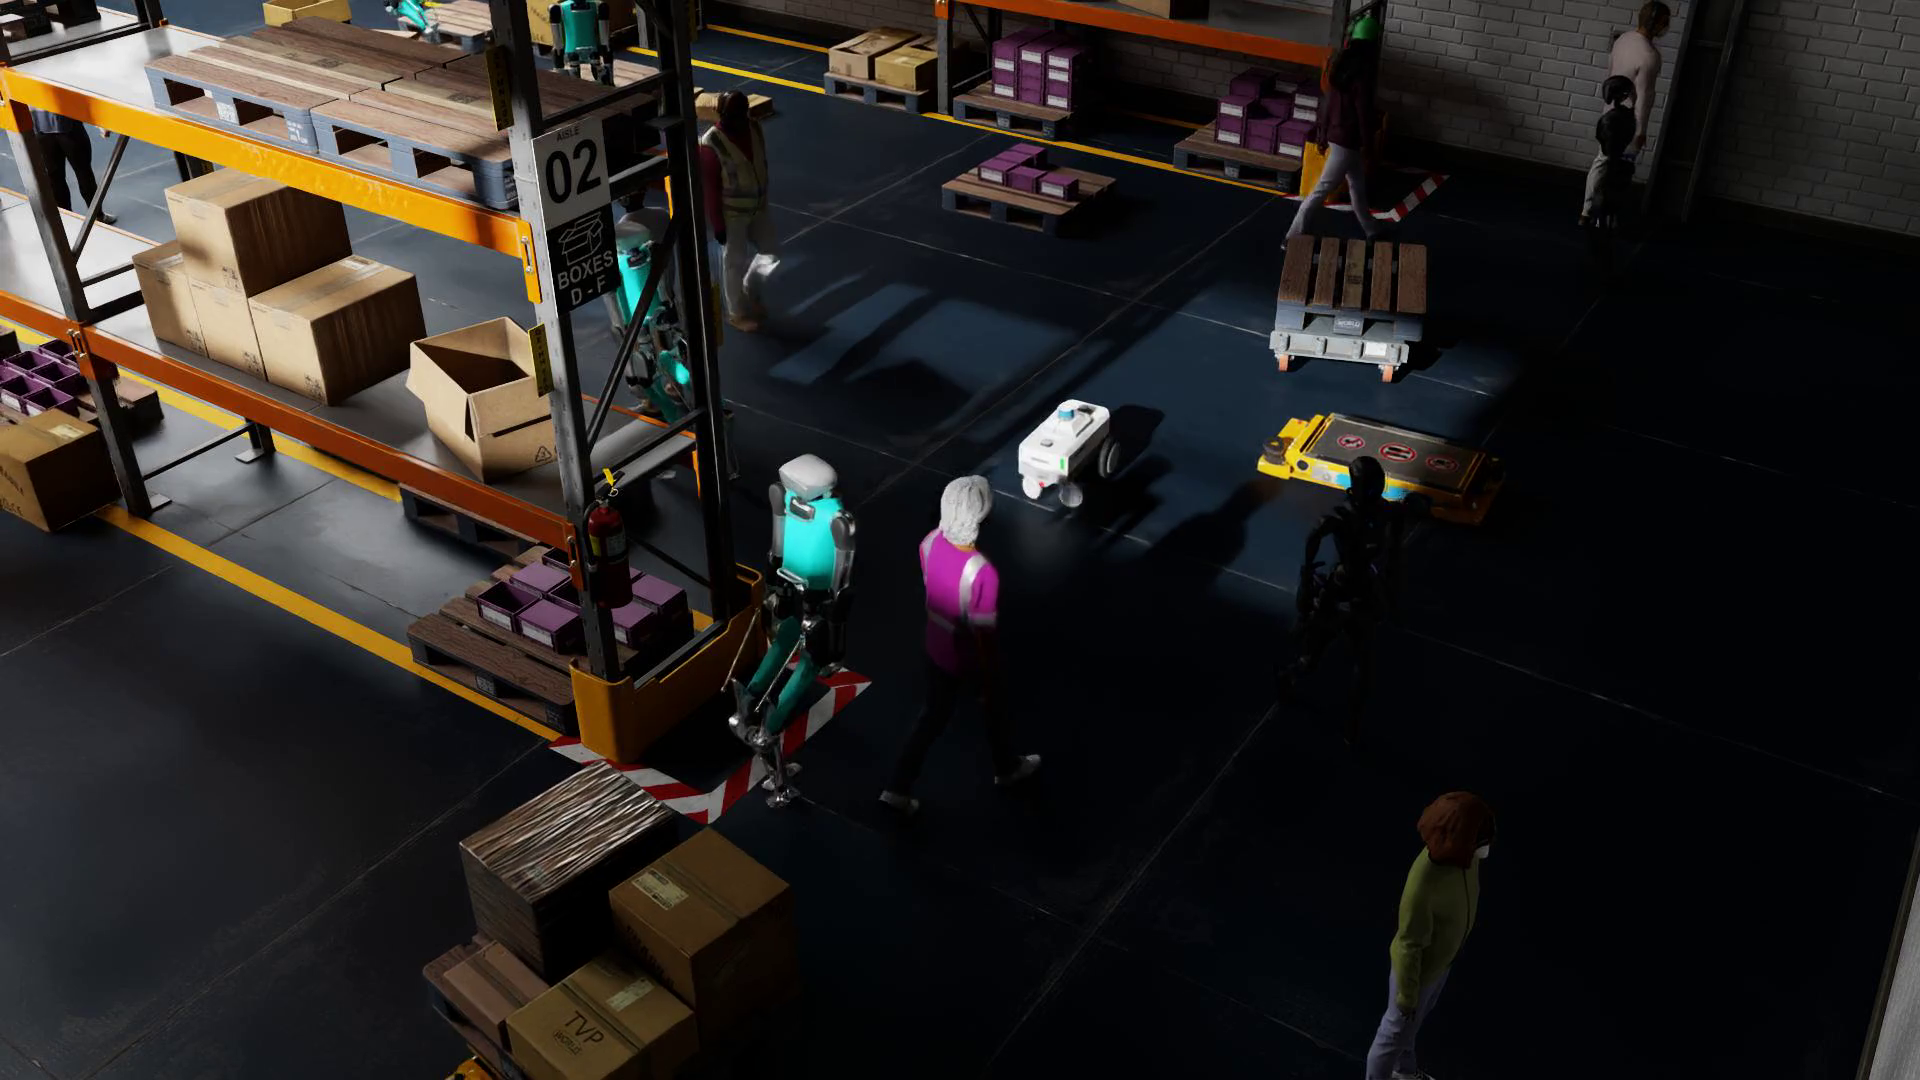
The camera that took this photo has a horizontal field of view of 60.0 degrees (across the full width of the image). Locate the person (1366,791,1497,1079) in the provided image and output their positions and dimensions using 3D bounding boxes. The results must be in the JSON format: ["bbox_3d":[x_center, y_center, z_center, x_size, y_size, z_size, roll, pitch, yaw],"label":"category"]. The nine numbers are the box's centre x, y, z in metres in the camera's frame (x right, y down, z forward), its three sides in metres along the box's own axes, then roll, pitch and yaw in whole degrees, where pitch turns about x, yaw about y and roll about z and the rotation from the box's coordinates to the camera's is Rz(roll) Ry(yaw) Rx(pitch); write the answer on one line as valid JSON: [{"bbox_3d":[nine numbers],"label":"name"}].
[{"bbox_3d":[1.752,1.572,6.204,0.282,1.632,0.502,22,39,30],"label":"person"}]

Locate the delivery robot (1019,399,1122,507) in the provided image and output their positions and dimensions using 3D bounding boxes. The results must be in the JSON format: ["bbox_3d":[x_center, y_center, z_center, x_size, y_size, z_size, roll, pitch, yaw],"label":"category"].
[{"bbox_3d":[0.678,-0.591,10.533,0.499,0.609,0.780,17,37,24],"label":"delivery robot"}]

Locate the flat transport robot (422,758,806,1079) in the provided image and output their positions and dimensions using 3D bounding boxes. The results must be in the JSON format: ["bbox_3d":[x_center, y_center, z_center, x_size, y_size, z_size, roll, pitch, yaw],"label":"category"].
[{"bbox_3d":[-1.420,2.028,6.756,0.659,0.231,1.431,27,42,35],"label":"flat transport robot"}]

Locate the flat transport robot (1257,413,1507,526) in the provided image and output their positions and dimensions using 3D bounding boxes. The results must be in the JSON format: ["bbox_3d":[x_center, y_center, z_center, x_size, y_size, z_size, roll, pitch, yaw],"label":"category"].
[{"bbox_3d":[2.694,-0.480,10.610,1.431,0.231,0.659,17,37,24],"label":"flat transport robot"}]

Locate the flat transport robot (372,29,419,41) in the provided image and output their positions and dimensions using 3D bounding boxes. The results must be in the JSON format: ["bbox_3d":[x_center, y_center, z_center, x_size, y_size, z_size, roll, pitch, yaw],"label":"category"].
[{"bbox_3d":[-5.533,-3.883,15.840,1.431,0.231,0.659,7,34,10],"label":"flat transport robot"}]

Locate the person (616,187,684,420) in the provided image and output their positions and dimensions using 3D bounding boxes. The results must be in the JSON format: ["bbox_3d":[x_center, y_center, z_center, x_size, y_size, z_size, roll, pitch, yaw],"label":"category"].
[{"bbox_3d":[-2.106,-1.641,11.033,0.340,1.749,0.571,19,38,27],"label":"person"}]

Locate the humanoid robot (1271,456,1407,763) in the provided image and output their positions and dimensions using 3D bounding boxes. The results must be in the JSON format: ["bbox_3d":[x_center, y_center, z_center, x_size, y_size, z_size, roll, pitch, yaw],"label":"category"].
[{"bbox_3d":[1.875,0.272,8.207,0.611,1.637,0.748,-12,35,-17],"label":"humanoid robot"}]

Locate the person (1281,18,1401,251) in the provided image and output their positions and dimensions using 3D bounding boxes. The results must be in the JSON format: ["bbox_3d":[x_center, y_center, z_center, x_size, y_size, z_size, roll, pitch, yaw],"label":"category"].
[{"bbox_3d":[3.132,-3.212,13.334,1.052,1.876,0.518,-2,33,-4],"label":"person"}]

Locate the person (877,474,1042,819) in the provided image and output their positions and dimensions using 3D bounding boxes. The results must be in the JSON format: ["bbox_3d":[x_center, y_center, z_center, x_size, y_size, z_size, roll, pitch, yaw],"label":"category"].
[{"bbox_3d":[-0.015,0.507,7.680,0.882,1.816,0.518,-27,42,-35],"label":"person"}]

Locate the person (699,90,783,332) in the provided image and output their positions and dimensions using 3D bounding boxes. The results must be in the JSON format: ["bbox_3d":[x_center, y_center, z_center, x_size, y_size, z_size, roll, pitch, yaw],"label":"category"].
[{"bbox_3d":[-1.592,-2.381,12.106,0.461,1.824,0.650,23,40,31],"label":"person"}]

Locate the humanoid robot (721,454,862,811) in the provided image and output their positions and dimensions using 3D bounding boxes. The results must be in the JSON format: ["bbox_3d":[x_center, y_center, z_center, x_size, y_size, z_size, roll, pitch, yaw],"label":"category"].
[{"bbox_3d":[-0.854,0.501,7.748,0.532,1.757,0.808,27,42,35],"label":"humanoid robot"}]

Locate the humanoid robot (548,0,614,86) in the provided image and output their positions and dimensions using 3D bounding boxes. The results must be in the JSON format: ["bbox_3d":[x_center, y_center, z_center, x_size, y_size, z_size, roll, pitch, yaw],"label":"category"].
[{"bbox_3d":[-3.210,-3.892,14.588,0.562,1.870,0.759,-15,36,-22],"label":"humanoid robot"}]

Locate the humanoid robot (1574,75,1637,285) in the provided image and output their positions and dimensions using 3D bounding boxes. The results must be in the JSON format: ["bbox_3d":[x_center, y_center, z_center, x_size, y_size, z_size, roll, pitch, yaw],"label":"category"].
[{"bbox_3d":[5.034,-2.764,12.840,0.425,1.643,0.614,14,36,21],"label":"humanoid robot"}]

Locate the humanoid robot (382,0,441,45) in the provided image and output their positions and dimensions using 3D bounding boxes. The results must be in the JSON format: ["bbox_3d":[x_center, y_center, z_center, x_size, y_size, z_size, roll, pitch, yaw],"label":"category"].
[{"bbox_3d":[-5.577,-5.576,17.122,1.014,1.736,0.542,20,38,27],"label":"humanoid robot"}]

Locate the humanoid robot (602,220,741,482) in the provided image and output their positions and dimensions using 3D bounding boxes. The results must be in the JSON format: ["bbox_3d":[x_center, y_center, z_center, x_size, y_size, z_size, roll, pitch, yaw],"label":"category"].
[{"bbox_3d":[-1.684,-1.038,10.141,0.925,1.750,0.535,18,37,25],"label":"humanoid robot"}]

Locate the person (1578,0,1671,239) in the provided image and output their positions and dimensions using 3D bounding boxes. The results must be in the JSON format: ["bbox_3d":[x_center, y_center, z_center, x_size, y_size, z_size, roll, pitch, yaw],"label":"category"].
[{"bbox_3d":[5.461,-3.446,13.643,0.351,1.934,0.634,-3,33,-5],"label":"person"}]

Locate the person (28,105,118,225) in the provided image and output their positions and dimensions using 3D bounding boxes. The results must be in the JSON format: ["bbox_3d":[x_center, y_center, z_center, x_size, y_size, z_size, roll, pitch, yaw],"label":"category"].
[{"bbox_3d":[-7.460,-3.412,13.751,0.770,1.755,0.451,-4,33,-6],"label":"person"}]
